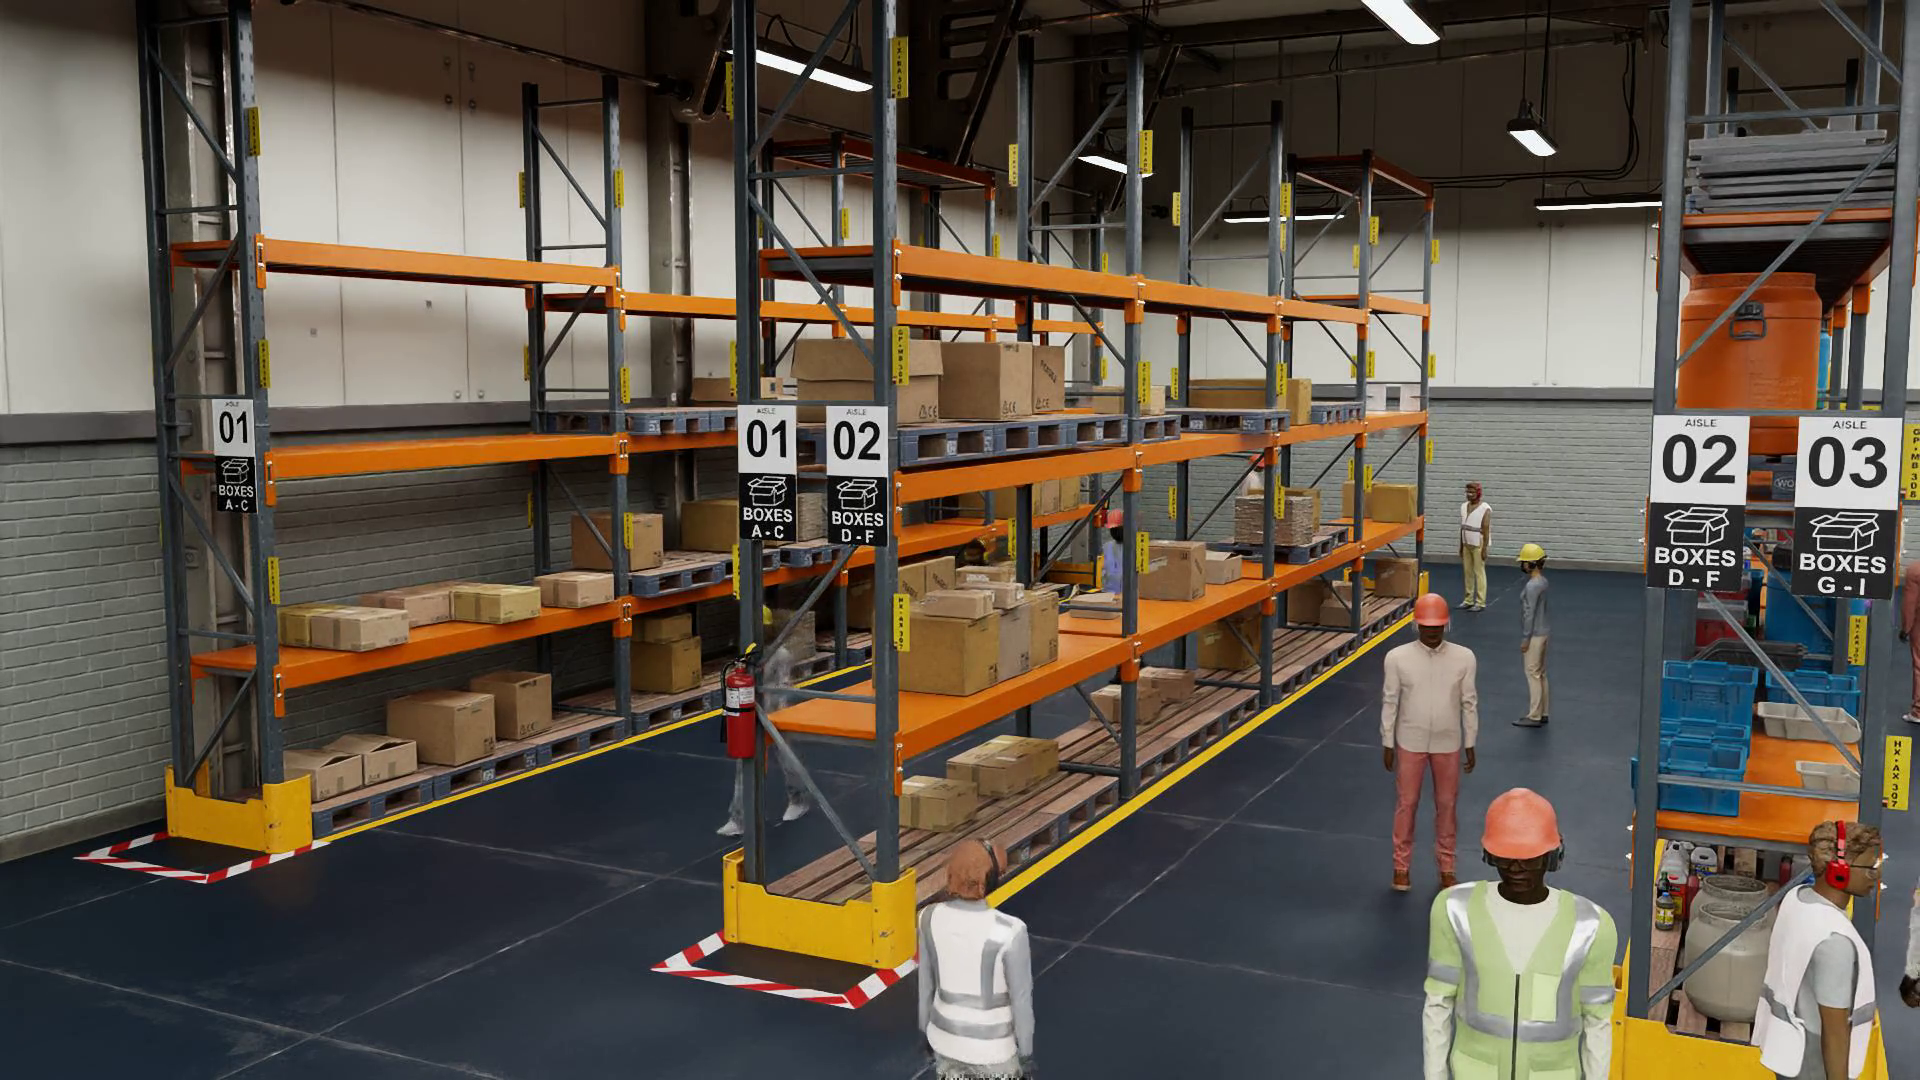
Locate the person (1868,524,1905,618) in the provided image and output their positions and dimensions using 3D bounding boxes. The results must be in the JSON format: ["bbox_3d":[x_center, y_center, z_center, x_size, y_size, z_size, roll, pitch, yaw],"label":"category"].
[{"bbox_3d":[12.712,0.211,22.912,0.539,1.738,0.801,4,7,36],"label":"person"}]

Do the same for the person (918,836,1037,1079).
[{"bbox_3d":[0.048,1.953,6.444,0.541,1.625,0.386,4,7,34],"label":"person"}]

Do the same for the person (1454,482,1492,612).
[{"bbox_3d":[7.286,0.098,23.540,0.393,1.836,0.559,-2,6,-22],"label":"person"}]

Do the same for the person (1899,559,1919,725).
[{"bbox_3d":[9.394,0.838,16.021,0.639,1.903,0.406,1,6,11],"label":"person"}]

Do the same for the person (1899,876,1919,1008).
[{"bbox_3d":[4.265,1.787,6.832,0.688,1.897,0.616,-3,7,-27],"label":"person"}]

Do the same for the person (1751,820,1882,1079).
[{"bbox_3d":[3.048,1.900,5.949,0.381,1.844,0.566,1,6,14],"label":"person"}]

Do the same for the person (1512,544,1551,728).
[{"bbox_3d":[5.490,0.914,15.972,0.337,1.757,0.517,3,7,29],"label":"person"}]

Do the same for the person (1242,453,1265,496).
[{"bbox_3d":[5.067,-0.514,28.796,0.404,1.982,0.659,0,6,1],"label":"person"}]

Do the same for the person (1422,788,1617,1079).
[{"bbox_3d":[1.867,1.838,5.604,0.615,2.043,0.373,2,6,21],"label":"person"}]

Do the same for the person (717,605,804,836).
[{"bbox_3d":[-1.455,1.316,12.366,0.496,1.690,0.942,3,6,25],"label":"person"}]

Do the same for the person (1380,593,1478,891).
[{"bbox_3d":[3.068,1.328,10.883,0.620,1.984,0.407,1,6,5],"label":"person"}]

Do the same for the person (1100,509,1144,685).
[{"bbox_3d":[1.736,0.622,17.999,0.563,1.920,0.415,6,8,43],"label":"person"}]
